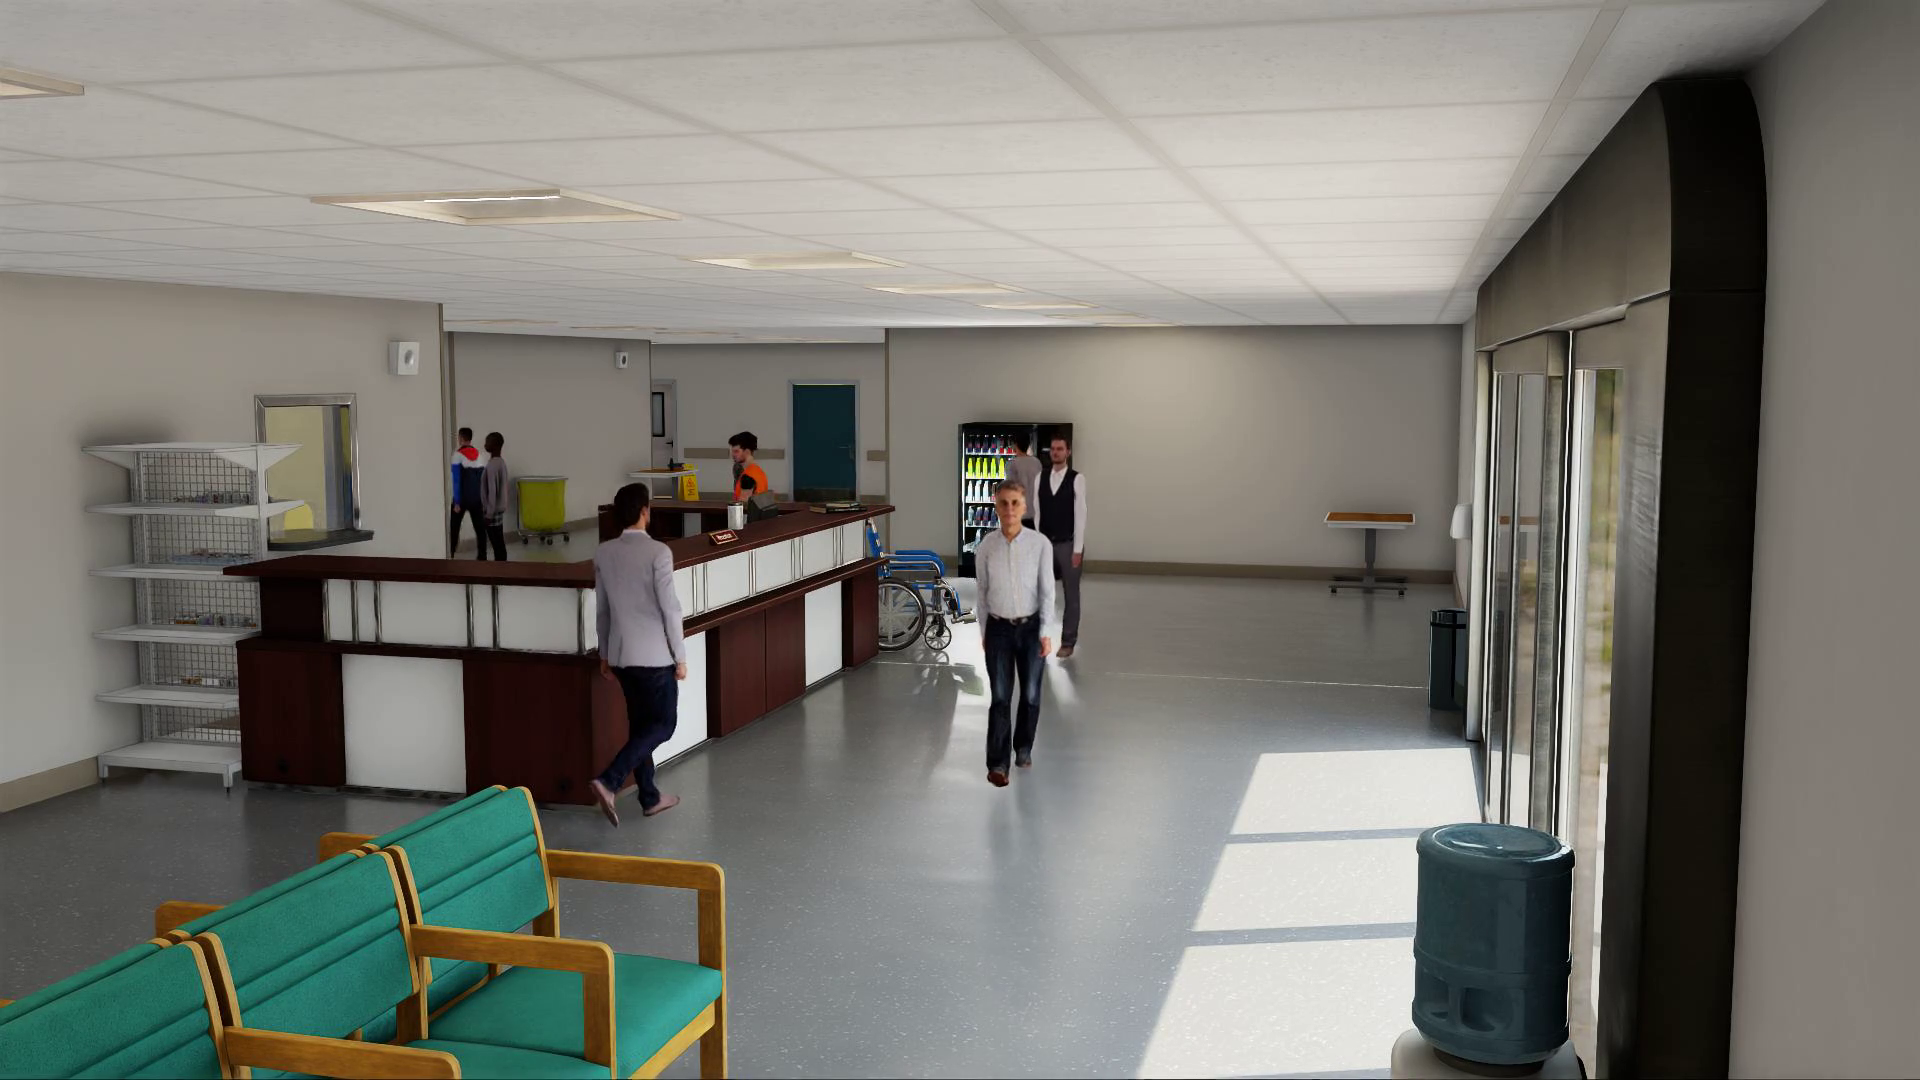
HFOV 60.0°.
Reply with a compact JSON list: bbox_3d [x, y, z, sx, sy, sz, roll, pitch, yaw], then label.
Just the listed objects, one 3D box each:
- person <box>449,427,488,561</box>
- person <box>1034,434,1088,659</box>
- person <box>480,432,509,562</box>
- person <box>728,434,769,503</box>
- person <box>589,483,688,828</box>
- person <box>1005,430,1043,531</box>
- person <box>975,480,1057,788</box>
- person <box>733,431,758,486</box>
[{"bbox_3d":[-6.076,-0.509,20.747,1.139,1.728,0.913,4,7,37],"label":"person"},{"bbox_3d":[0.893,0.063,14.147,1.056,1.909,0.855,3,6,26],"label":"person"},{"bbox_3d":[-5.233,-0.333,18.763,0.669,1.773,0.686,-1,6,-7],"label":"person"},{"bbox_3d":[-1.853,-0.041,15.506,1.203,1.845,0.908,0,6,-3],"label":"person"},{"bbox_3d":[-1.752,0.629,8.885,1.055,1.836,0.945,4,7,32],"label":"person"},{"bbox_3d":[0.725,-0.237,17.537,0.802,1.829,0.853,-4,7,-35],"label":"person"},{"bbox_3d":[0.361,0.560,9.944,1.168,1.762,0.812,1,6,8],"label":"person"},{"bbox_3d":[-2.644,-0.498,20.698,0.625,1.715,0.632,0,6,-4],"label":"person"}]
